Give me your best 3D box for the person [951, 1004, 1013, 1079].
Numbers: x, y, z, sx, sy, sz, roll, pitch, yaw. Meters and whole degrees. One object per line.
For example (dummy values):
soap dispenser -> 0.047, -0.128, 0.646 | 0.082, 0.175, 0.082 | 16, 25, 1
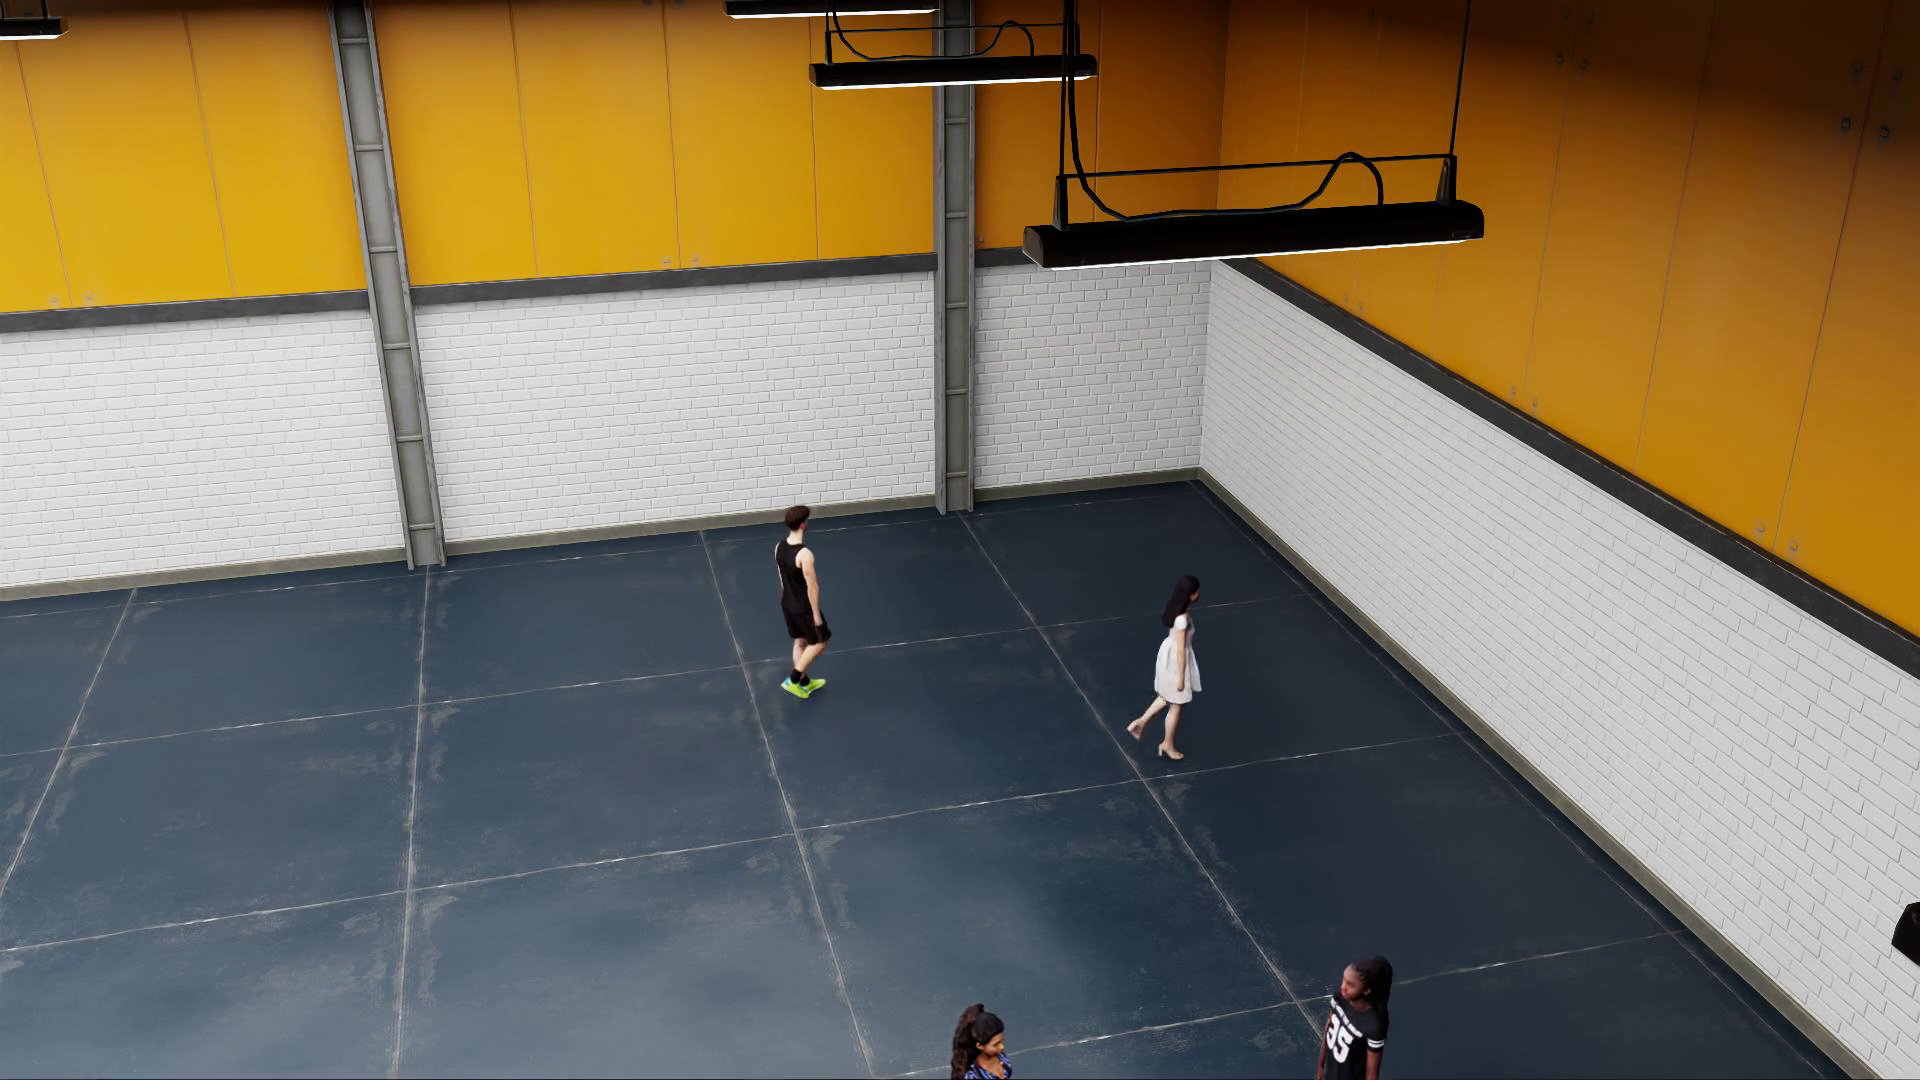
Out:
person -> 0.123, 3.294, 9.310 | 0.740, 1.617, 0.693 | 11, 26, 23

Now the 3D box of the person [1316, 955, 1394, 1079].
person -> 2.303, 3.125, 9.588 | 1.110, 1.703, 0.658 | -8, 25, -17

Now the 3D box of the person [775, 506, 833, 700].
person -> -1.492, 0.610, 15.116 | 0.950, 1.885, 0.893 | -22, 32, -40

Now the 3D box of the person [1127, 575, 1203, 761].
person -> 1.750, 1.112, 14.121 | 0.903, 1.762, 0.737 | -1, 24, -3
